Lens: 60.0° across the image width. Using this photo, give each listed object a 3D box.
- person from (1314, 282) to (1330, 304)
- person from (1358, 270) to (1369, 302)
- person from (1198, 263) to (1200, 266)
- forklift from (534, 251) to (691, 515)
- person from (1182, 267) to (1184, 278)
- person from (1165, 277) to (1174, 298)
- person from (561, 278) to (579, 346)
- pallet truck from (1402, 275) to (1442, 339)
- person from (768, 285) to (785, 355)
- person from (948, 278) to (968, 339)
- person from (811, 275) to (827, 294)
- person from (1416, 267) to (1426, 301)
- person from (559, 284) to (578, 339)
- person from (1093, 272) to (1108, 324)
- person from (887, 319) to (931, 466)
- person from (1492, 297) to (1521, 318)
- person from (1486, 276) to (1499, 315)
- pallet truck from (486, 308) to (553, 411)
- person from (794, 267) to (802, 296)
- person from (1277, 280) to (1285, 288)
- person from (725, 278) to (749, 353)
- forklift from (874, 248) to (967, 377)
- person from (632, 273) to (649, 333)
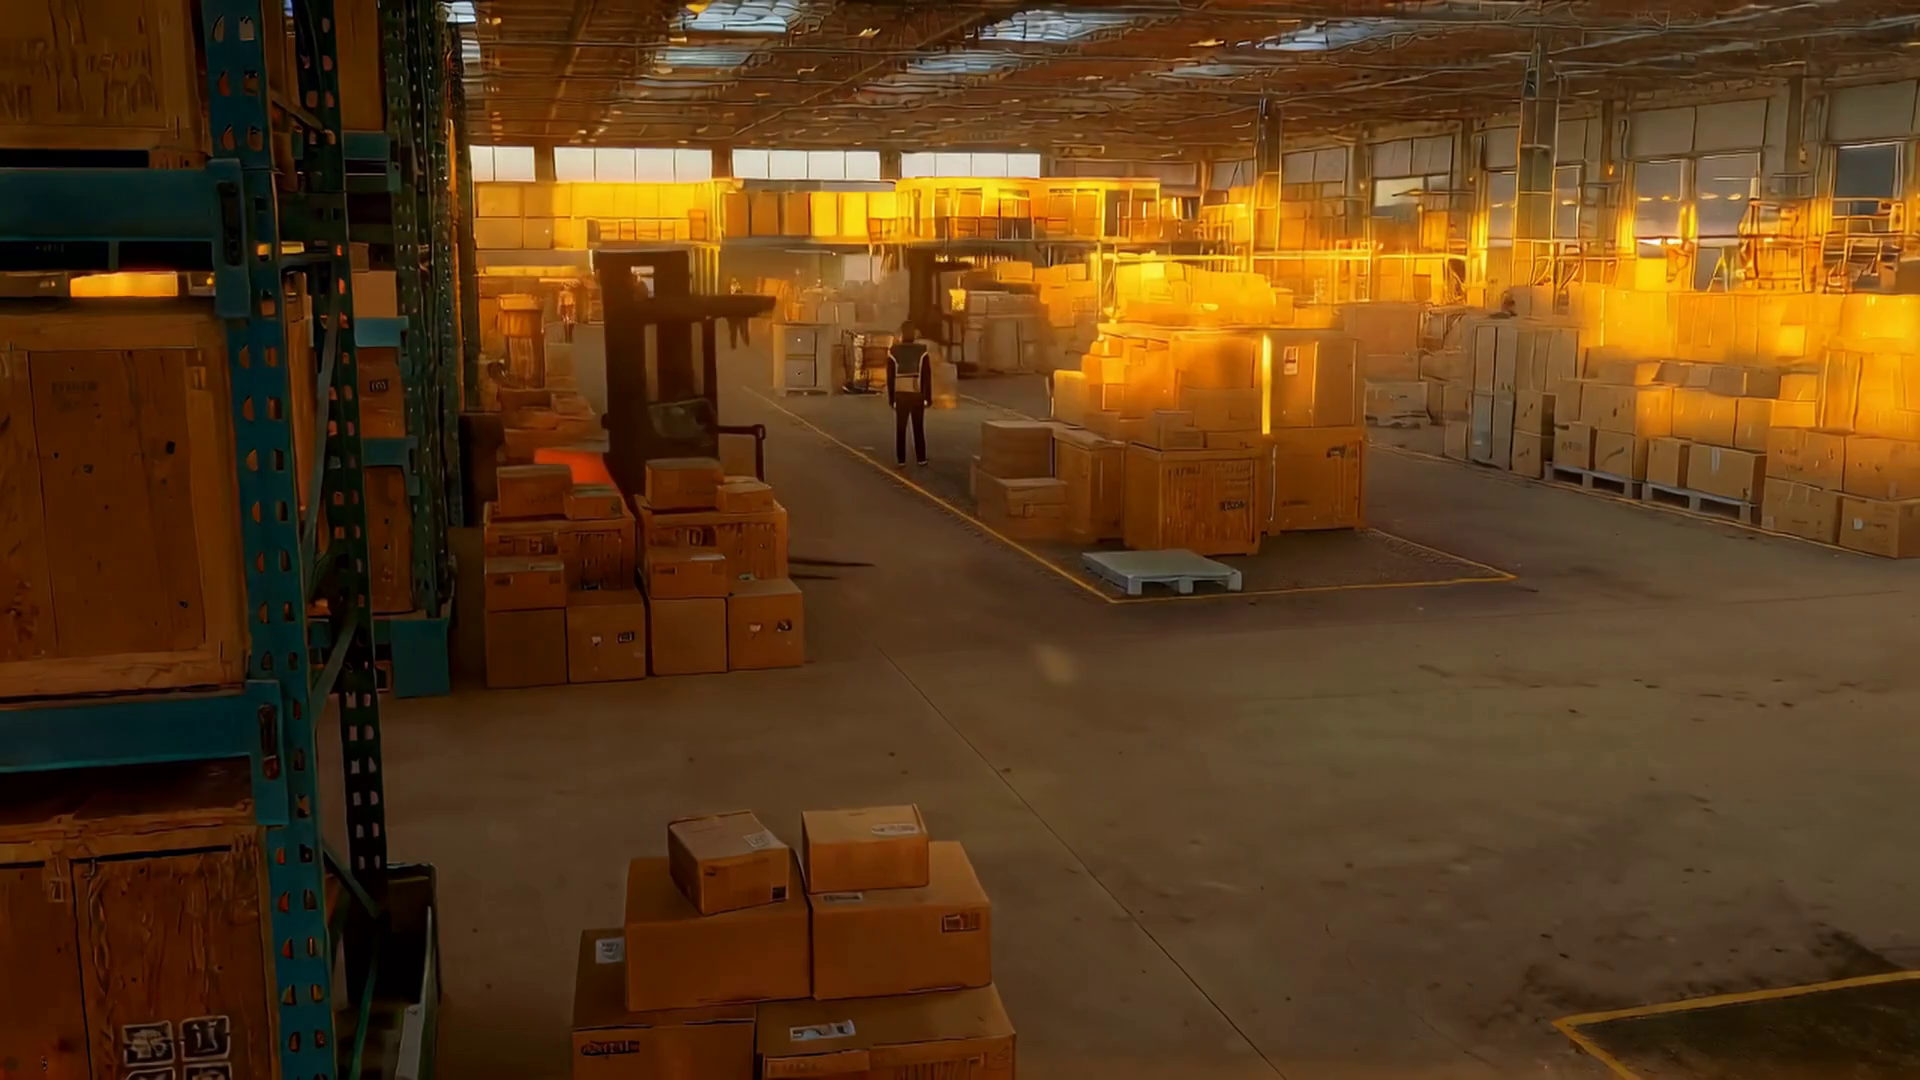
[{"bbox_3d":[12.045,-7.743,55.390,0.556,1.683,0.379,5,11,26],"label":"person"},{"bbox_3d":[15.887,-9.621,65.355,0.490,1.934,0.617,6,11,29],"label":"person"},{"bbox_3d":[13.039,-14.150,90.818,0.614,1.988,0.396,-3,11,-18],"label":"person"},{"bbox_3d":[-2.776,-1.166,14.776,1.873,2.768,1.129,5,11,25],"label":"forklift"},{"bbox_3d":[11.258,-13.054,85.169,0.747,1.810,0.433,7,12,33],"label":"person"},{"bbox_3d":[6.740,-7.500,53.487,0.323,1.876,0.528,2,10,11],"label":"person"},{"bbox_3d":[-11.332,-6.612,48.242,0.369,1.959,0.598,2,10,12],"label":"person"},{"bbox_3d":[14.620,-7.324,52.145,0.823,1.965,1.885,8,13,40],"label":"pallet truck"},{"bbox_3d":[-4.818,-5.721,43.469,0.566,1.849,0.504,-6,12,-33],"label":"person"},{"bbox_3d":[-0.062,-7.134,51.350,0.606,1.896,0.595,0,10,-2],"label":"person"},{"bbox_3d":[-4.811,-8.149,57.107,0.556,1.908,0.928,-3,10,-14],"label":"person"},{"bbox_3d":[20.953,-11.438,75.640,0.372,1.925,0.596,-8,13,-38],"label":"person"},{"bbox_3d":[-12.024,-7.005,51.079,0.532,1.741,0.760,-3,11,-17],"label":"person"},{"bbox_3d":[5.187,-8.949,61.513,0.635,1.937,0.352,10,14,44],"label":"person"},{"bbox_3d":[-0.664,-1.927,21.806,0.588,1.920,0.392,2,10,12],"label":"person"},{"bbox_3d":[10.344,-3.607,31.376,0.641,1.900,0.939,-2,10,-9],"label":"person"},{"bbox_3d":[18.836,-8.414,58.814,0.430,1.837,0.621,10,14,44],"label":"person"},{"bbox_3d":[-6.242,-2.418,24.362,0.823,1.965,1.885,1,10,3],"label":"pallet truck"},{"bbox_3d":[-8.113,-12.549,82.166,0.926,1.852,0.585,-3,10,-16],"label":"person"},{"bbox_3d":[11.044,-8.031,56.950,0.782,1.719,0.487,-1,10,-8],"label":"person"},{"bbox_3d":[-6.059,-6.113,45.163,0.689,2.000,0.674,2,10,12],"label":"person"},{"bbox_3d":[-0.888,-4.934,36.111,1.873,2.768,1.129,-3,10,-15],"label":"forklift"},{"bbox_3d":[-10.520,-7.797,54.842,0.382,1.988,0.622,9,13,42],"label":"person"}]
